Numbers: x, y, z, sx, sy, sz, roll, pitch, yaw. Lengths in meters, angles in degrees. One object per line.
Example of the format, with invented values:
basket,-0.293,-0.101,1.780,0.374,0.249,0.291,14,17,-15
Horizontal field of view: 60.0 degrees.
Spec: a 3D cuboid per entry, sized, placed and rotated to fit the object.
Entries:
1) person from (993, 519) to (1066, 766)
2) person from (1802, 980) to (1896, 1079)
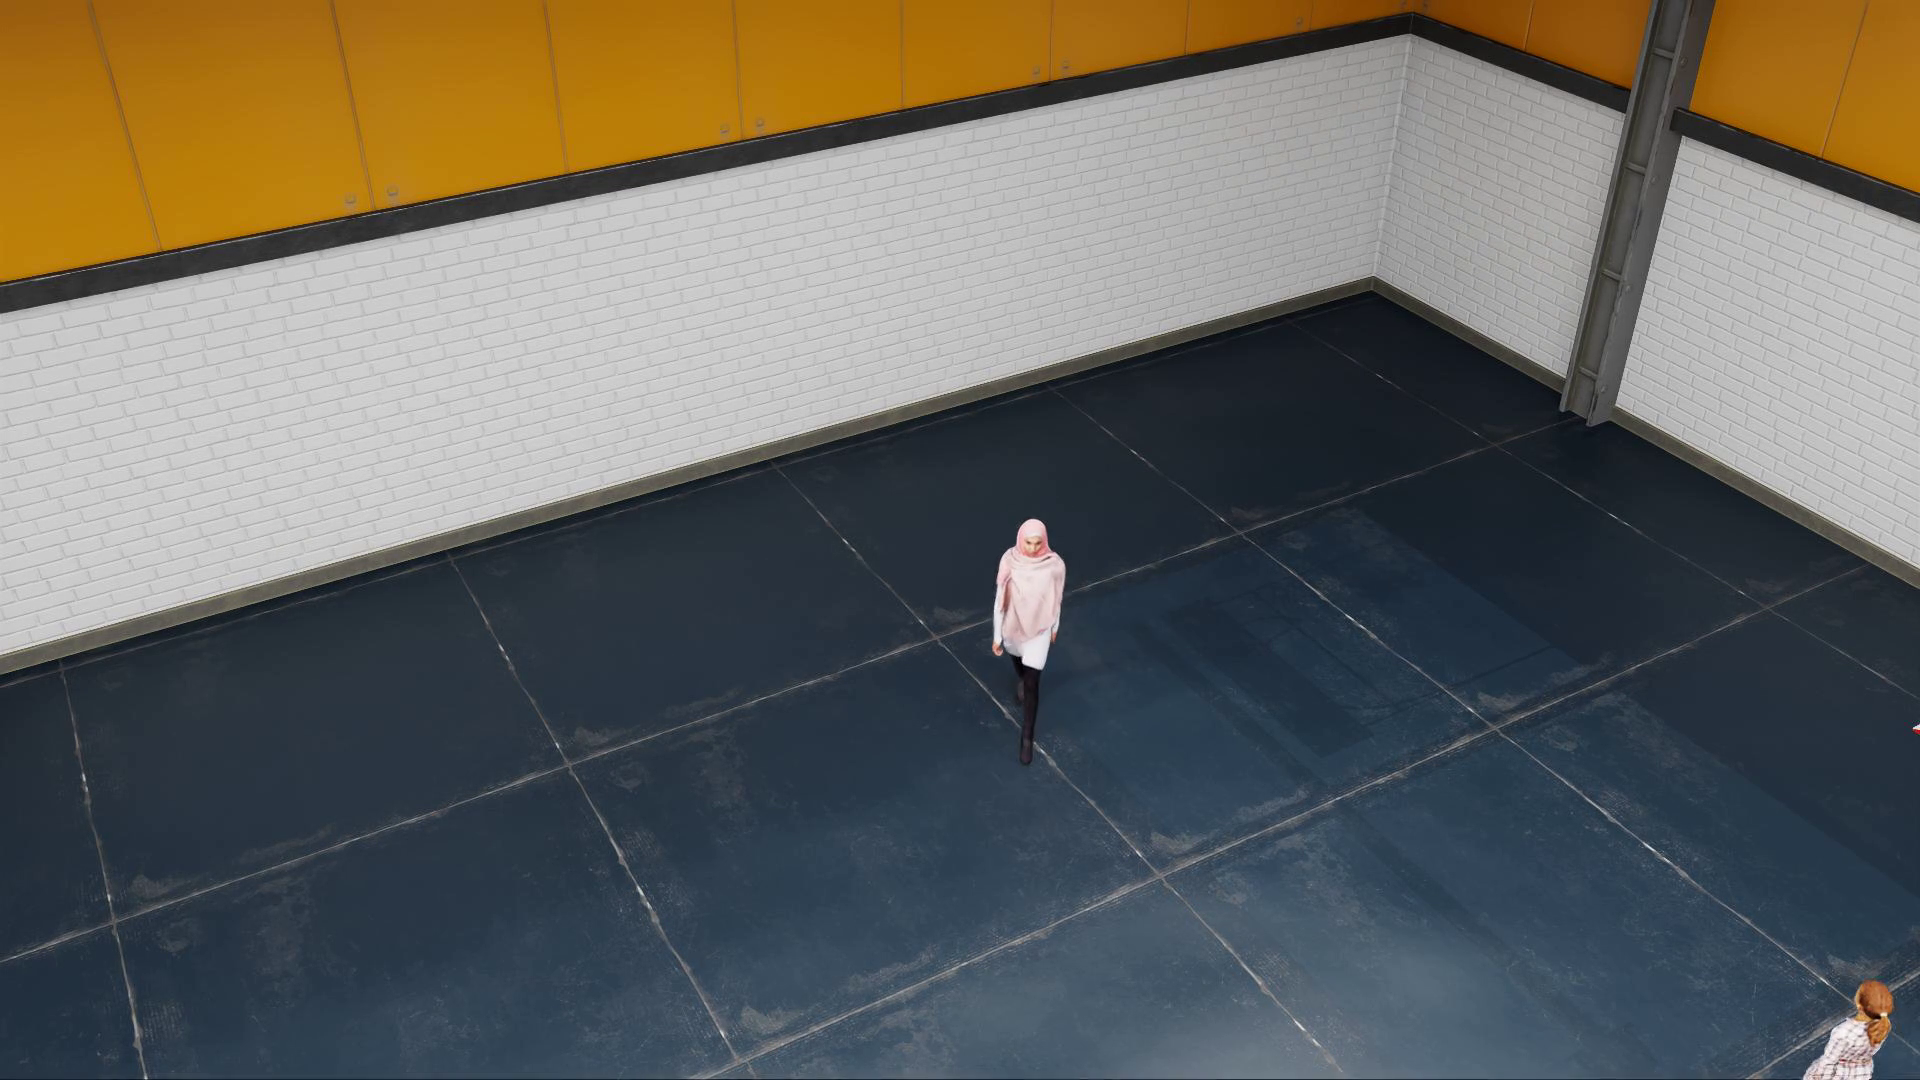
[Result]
person,0.460,0.596,11.742,1.124,1.758,1.262,5,34,7
person,4.687,2.854,8.759,0.613,1.300,0.638,-4,34,-6
